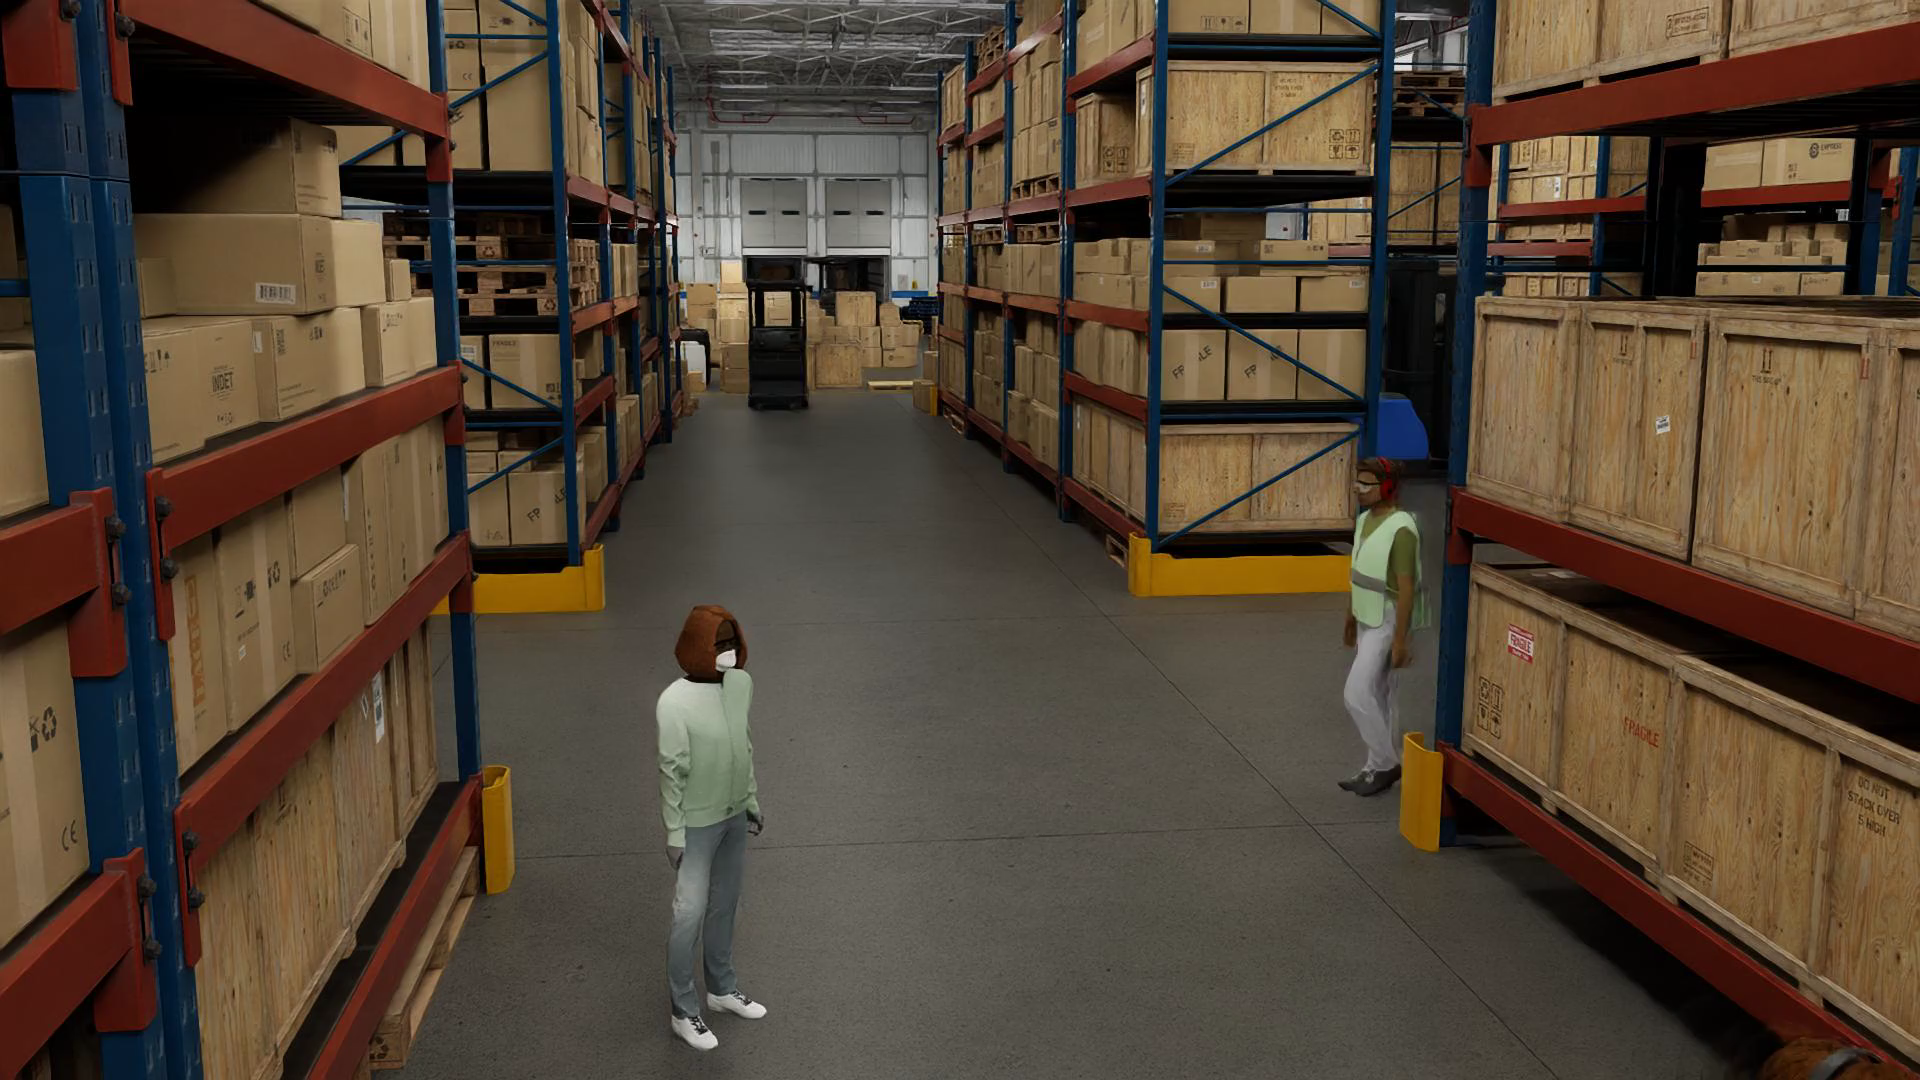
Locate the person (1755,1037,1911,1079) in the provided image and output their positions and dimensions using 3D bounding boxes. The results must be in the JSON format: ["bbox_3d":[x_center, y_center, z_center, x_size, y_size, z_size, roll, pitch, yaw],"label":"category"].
[{"bbox_3d":[1.171,1.578,2.567,0.638,1.796,0.976,-4,11,-22],"label":"person"}]

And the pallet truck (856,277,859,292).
[{"bbox_3d":[-3.782,-9.391,65.808,1.885,1.965,0.823,2,10,10],"label":"pallet truck"}]

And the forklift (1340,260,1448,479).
[{"bbox_3d":[5.737,-2.195,21.344,1.873,2.768,1.129,-1,10,-7],"label":"forklift"}]

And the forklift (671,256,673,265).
[{"bbox_3d":[-11.044,-9.145,61.805,1.129,2.768,1.873,-1,10,-7],"label":"forklift"}]

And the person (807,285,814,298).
[{"bbox_3d":[-5.900,-9.158,65.335,0.321,1.693,0.530,-4,10,-21],"label":"person"}]

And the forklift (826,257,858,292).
[{"bbox_3d":[-3.405,-6.789,48.088,1.129,2.768,1.873,6,12,33],"label":"forklift"}]

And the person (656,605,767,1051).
[{"bbox_3d":[-0.914,1.037,6.151,0.265,1.632,0.508,6,11,30],"label":"person"}]

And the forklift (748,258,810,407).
[{"bbox_3d":[-3.479,-4.002,31.866,1.129,2.768,1.873,-1,10,-4],"label":"forklift"}]

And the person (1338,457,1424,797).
[{"bbox_3d":[2.216,0.467,8.879,0.471,1.832,0.594,-1,10,-7],"label":"person"}]
